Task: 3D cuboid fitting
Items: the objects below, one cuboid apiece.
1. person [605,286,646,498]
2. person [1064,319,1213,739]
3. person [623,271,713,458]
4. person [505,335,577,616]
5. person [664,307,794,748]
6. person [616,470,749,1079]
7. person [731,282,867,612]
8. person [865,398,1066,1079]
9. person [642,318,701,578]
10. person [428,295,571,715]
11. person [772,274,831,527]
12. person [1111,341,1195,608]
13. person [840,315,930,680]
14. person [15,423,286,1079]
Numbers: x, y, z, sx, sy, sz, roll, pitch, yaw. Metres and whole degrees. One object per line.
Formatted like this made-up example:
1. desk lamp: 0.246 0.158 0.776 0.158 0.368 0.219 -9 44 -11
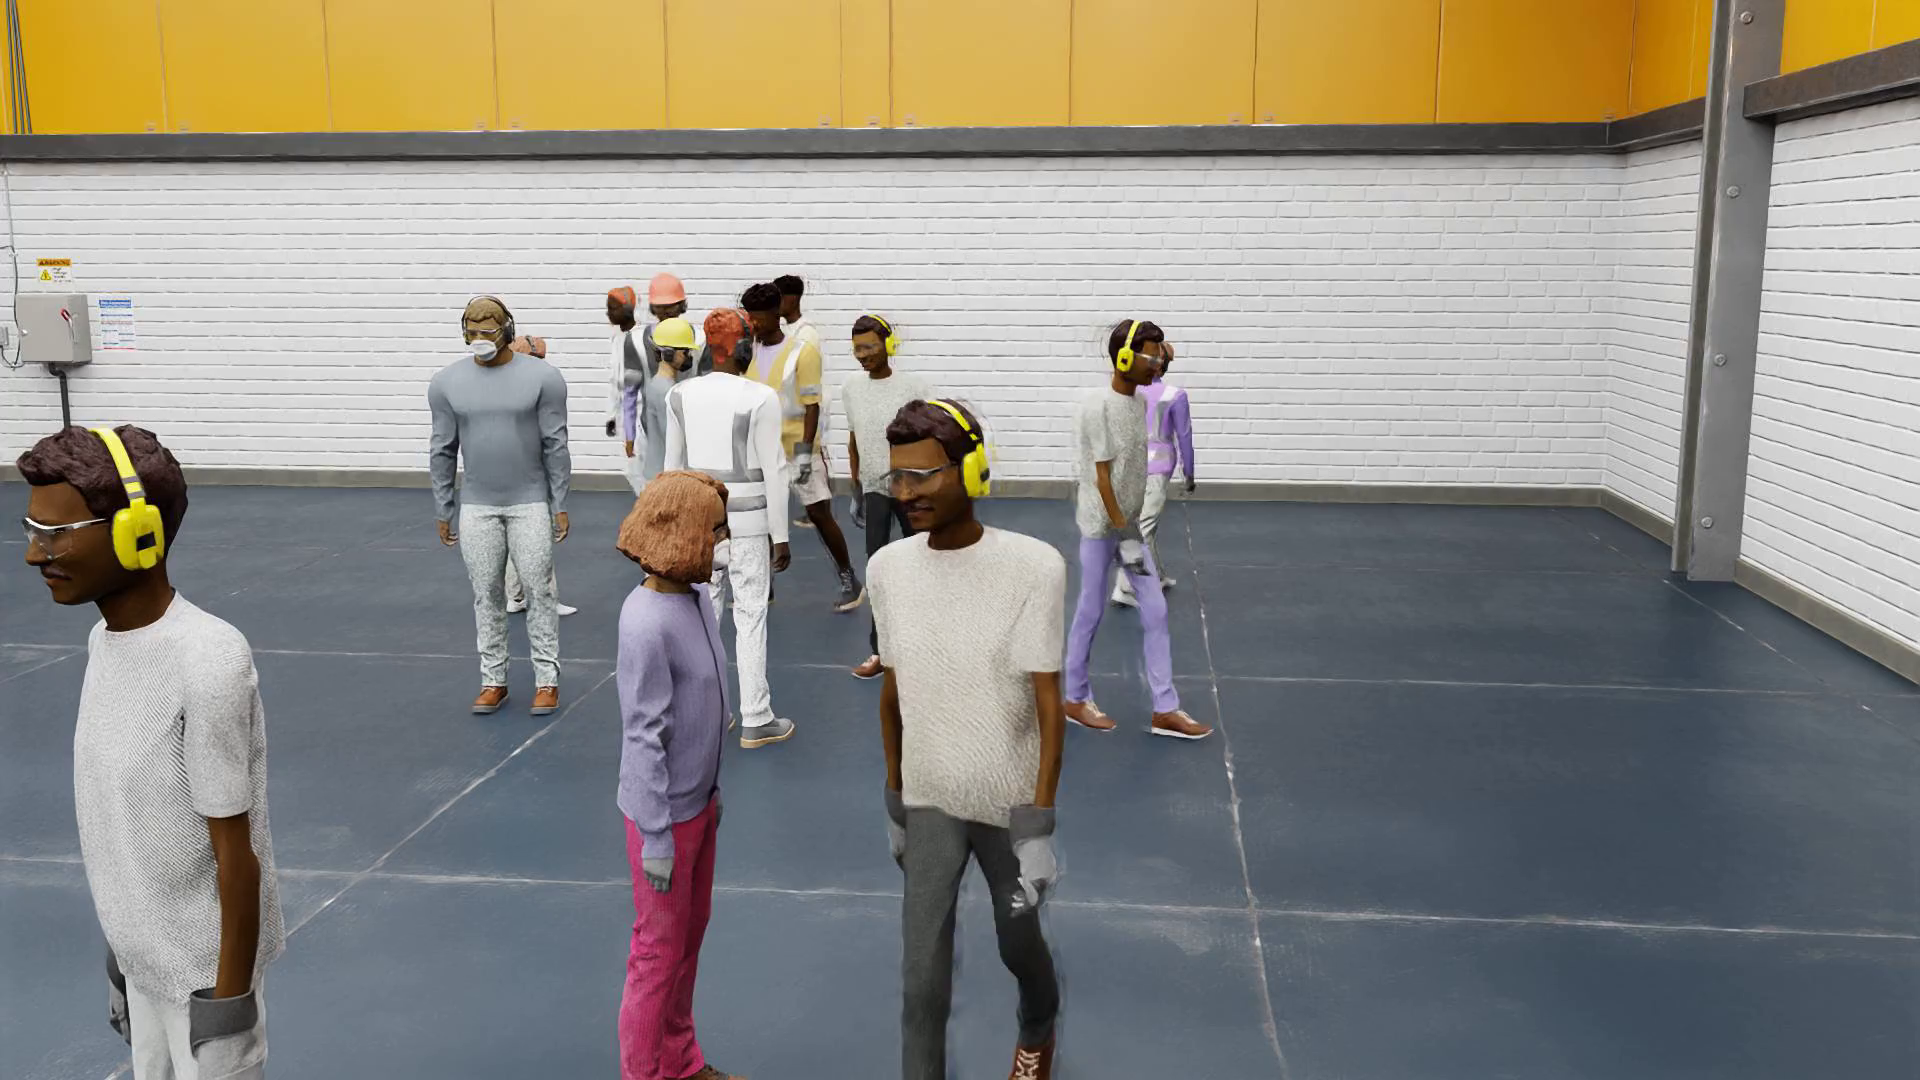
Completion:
1. person: -2.348 -0.912 12.142 0.453 1.863 0.657 -8 13 -38
2. person: 0.744 -0.026 7.159 0.858 1.824 0.488 9 13 41
3. person: -1.906 -0.783 11.047 0.622 2.000 1.023 -1 10 -4
4. person: -2.491 -0.362 9.630 0.515 1.641 0.309 6 12 32
5. person: -0.985 -0.049 7.137 0.584 1.882 0.339 5 11 25
6. person: -0.662 0.641 3.931 0.274 1.627 0.503 1 10 6
7. person: -0.980 -0.530 9.755 0.841 1.939 0.582 6 12 33
8. person: 0.040 0.576 3.748 0.506 1.826 0.953 3 10 19
9. person: -1.551 -0.316 9.013 0.329 1.765 0.533 -3 10 -17
10. person: -2.099 -0.151 7.622 0.635 1.928 0.391 -1 10 -3
11. person: -1.342 -1.037 12.640 0.835 1.931 0.628 -5 11 -25
12. person: 1.129 -0.406 10.021 0.533 1.592 0.870 8 13 38
13. person: -0.304 -0.249 8.551 0.624 1.813 0.997 3 10 19
14. person: -1.291 0.734 2.740 0.512 1.861 0.325 9 13 41
